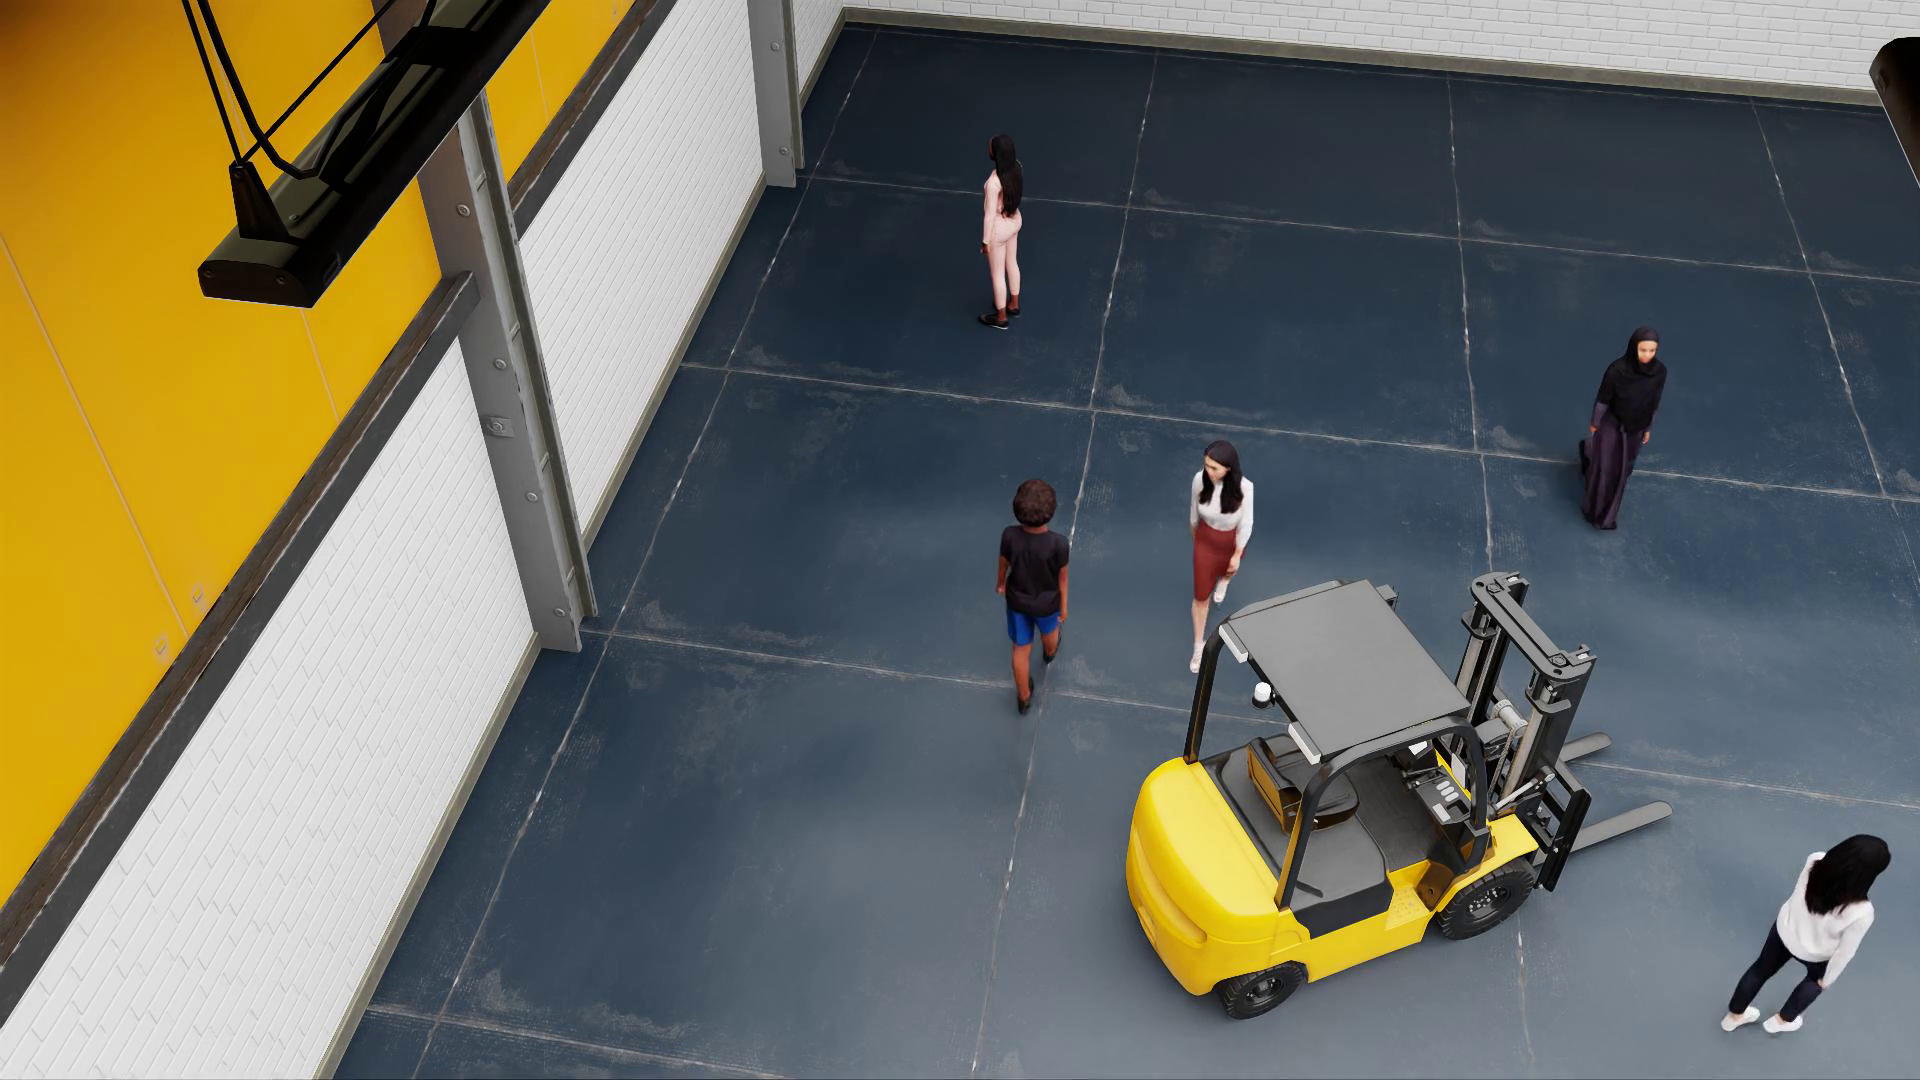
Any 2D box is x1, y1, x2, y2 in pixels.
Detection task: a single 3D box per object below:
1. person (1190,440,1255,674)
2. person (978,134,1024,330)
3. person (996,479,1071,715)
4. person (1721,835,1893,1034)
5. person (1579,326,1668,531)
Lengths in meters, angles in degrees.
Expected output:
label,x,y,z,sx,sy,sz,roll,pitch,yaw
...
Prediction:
label,x,y,z,sx,sy,sz,roll,pitch,yaw
person,1.731,0.001,10.896,0.734,1.699,1.144,15,46,15
person,0.351,-2.513,13.521,0.739,1.718,0.579,22,48,22
person,0.444,0.409,10.419,0.631,1.766,0.942,8,44,8
person,4.346,2.116,8.686,0.827,1.685,0.754,-20,47,-19
person,4.721,-0.882,11.901,0.770,1.590,1.072,-3,44,-3
